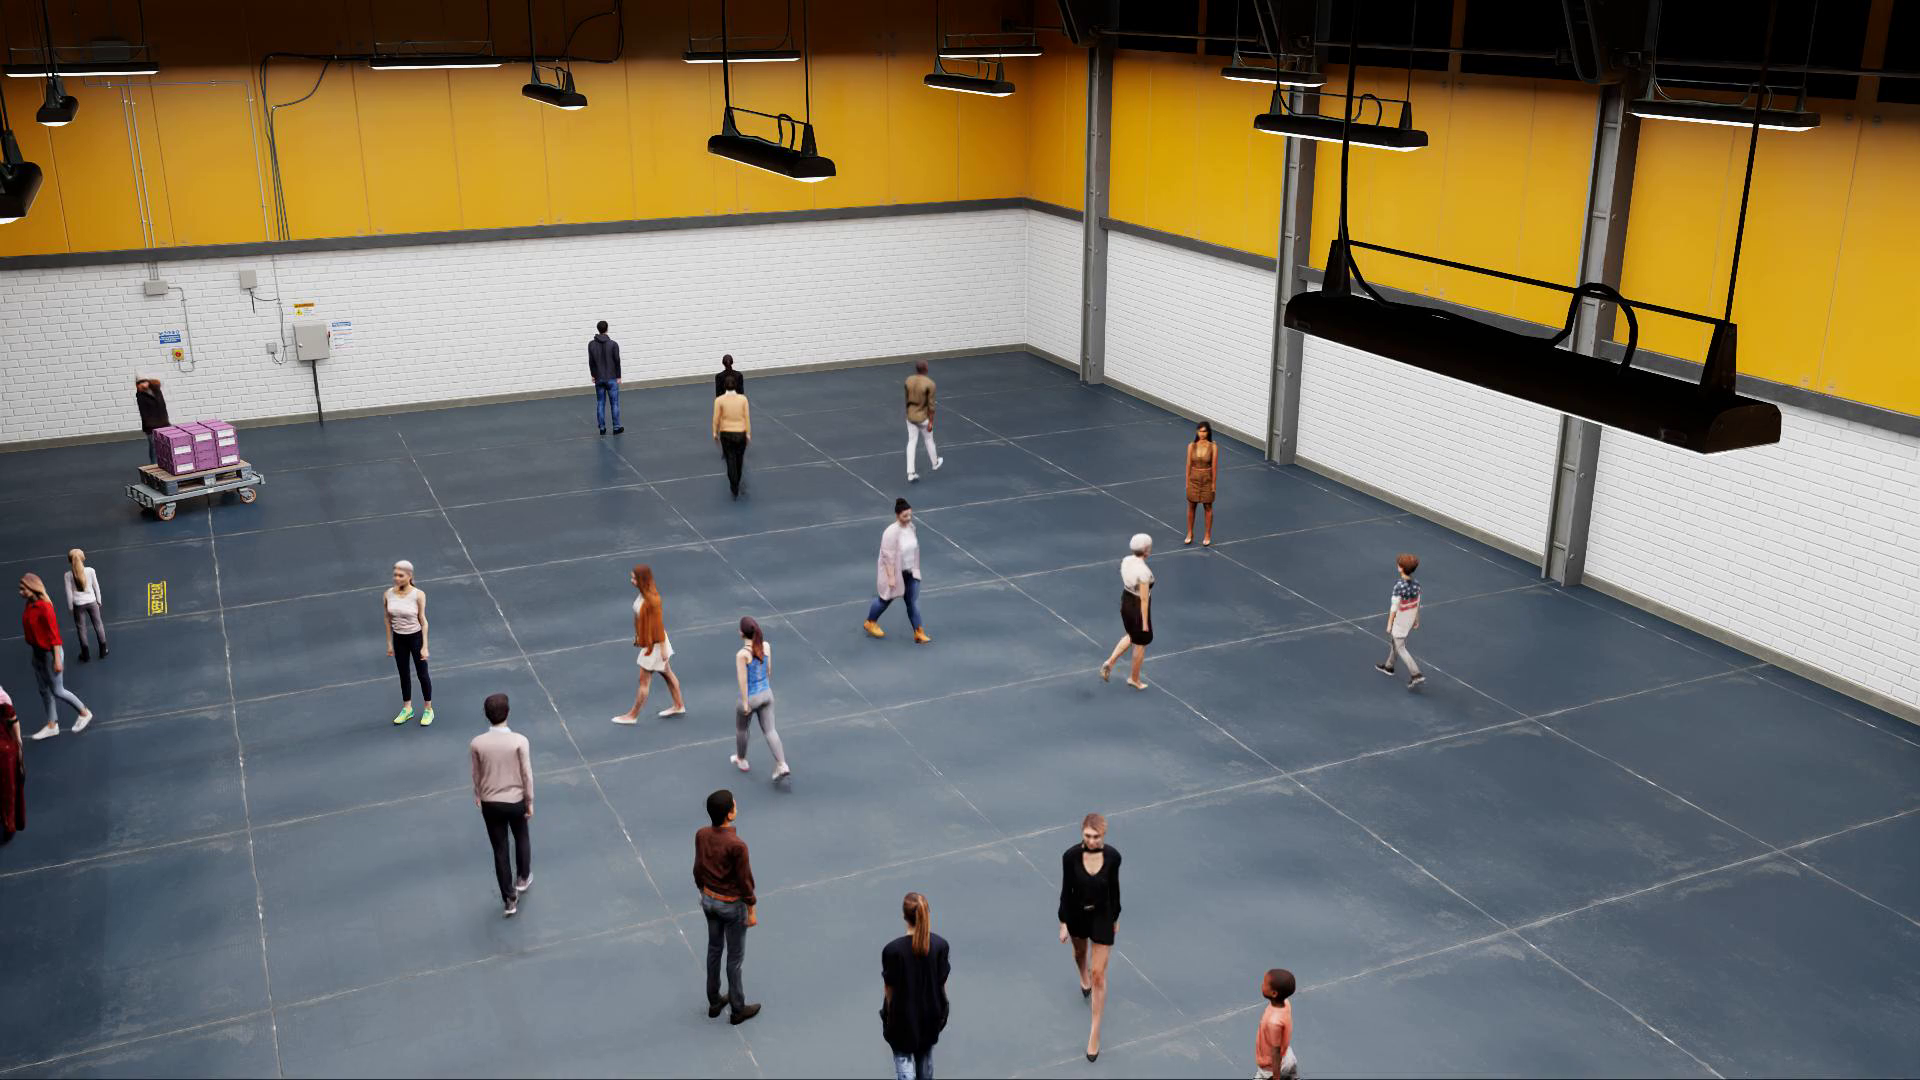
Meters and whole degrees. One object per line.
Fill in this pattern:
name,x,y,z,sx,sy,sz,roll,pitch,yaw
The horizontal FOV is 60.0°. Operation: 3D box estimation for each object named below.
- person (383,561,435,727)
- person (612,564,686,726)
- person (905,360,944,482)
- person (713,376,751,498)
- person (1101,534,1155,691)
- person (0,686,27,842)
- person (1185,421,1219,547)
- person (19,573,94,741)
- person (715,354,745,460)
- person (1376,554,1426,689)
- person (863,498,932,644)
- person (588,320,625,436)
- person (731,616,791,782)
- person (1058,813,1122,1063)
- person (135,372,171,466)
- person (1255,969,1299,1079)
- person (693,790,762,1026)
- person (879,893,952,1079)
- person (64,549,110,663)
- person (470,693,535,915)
person,-5.503,1.014,16.637,0.679,1.703,0.701,3,19,8
person,-2.967,1.032,16.622,0.750,1.679,0.937,-7,20,-20
person,-0.648,-1.753,24.724,1.179,1.786,1.205,8,20,23
person,-3.270,-1.459,23.971,0.800,1.708,1.181,-5,19,-15
person,1.742,0.781,17.276,0.681,1.736,0.749,-9,21,-25
person,-8.358,1.838,14.343,0.637,1.606,0.979,-10,21,-26
person,3.180,-0.754,21.911,0.634,1.687,0.688,6,19,17
person,-8.912,1.122,16.318,0.847,1.703,0.875,13,23,34
person,-3.571,-2.067,25.851,0.616,1.662,0.574,-6,20,-18
person,4.715,0.865,17.536,0.637,1.412,0.991,-13,23,-34
person,-0.767,0.338,18.647,1.237,1.701,0.996,13,23,34
person,-5.807,-2.662,27.254,0.757,1.894,0.744,1,19,2
person,-1.845,1.494,15.402,0.759,1.581,1.108,-15,24,-38
person,0.913,2.671,11.694,0.995,1.717,1.218,2,19,7
person,-12.142,-1.799,25.140,0.842,1.607,0.795,3,19,9
person,2.052,3.310,10.487,0.945,1.276,0.815,9,21,25
person,-1.677,2.595,11.822,0.654,1.779,0.779,11,22,30
person,-0.261,3.063,10.601,0.733,1.671,0.889,-4,19,-11
person,-9.596,0.700,18.233,0.526,1.279,0.546,-13,23,-34
person,-3.631,2.124,13.211,0.766,1.787,0.894,-3,19,-10
